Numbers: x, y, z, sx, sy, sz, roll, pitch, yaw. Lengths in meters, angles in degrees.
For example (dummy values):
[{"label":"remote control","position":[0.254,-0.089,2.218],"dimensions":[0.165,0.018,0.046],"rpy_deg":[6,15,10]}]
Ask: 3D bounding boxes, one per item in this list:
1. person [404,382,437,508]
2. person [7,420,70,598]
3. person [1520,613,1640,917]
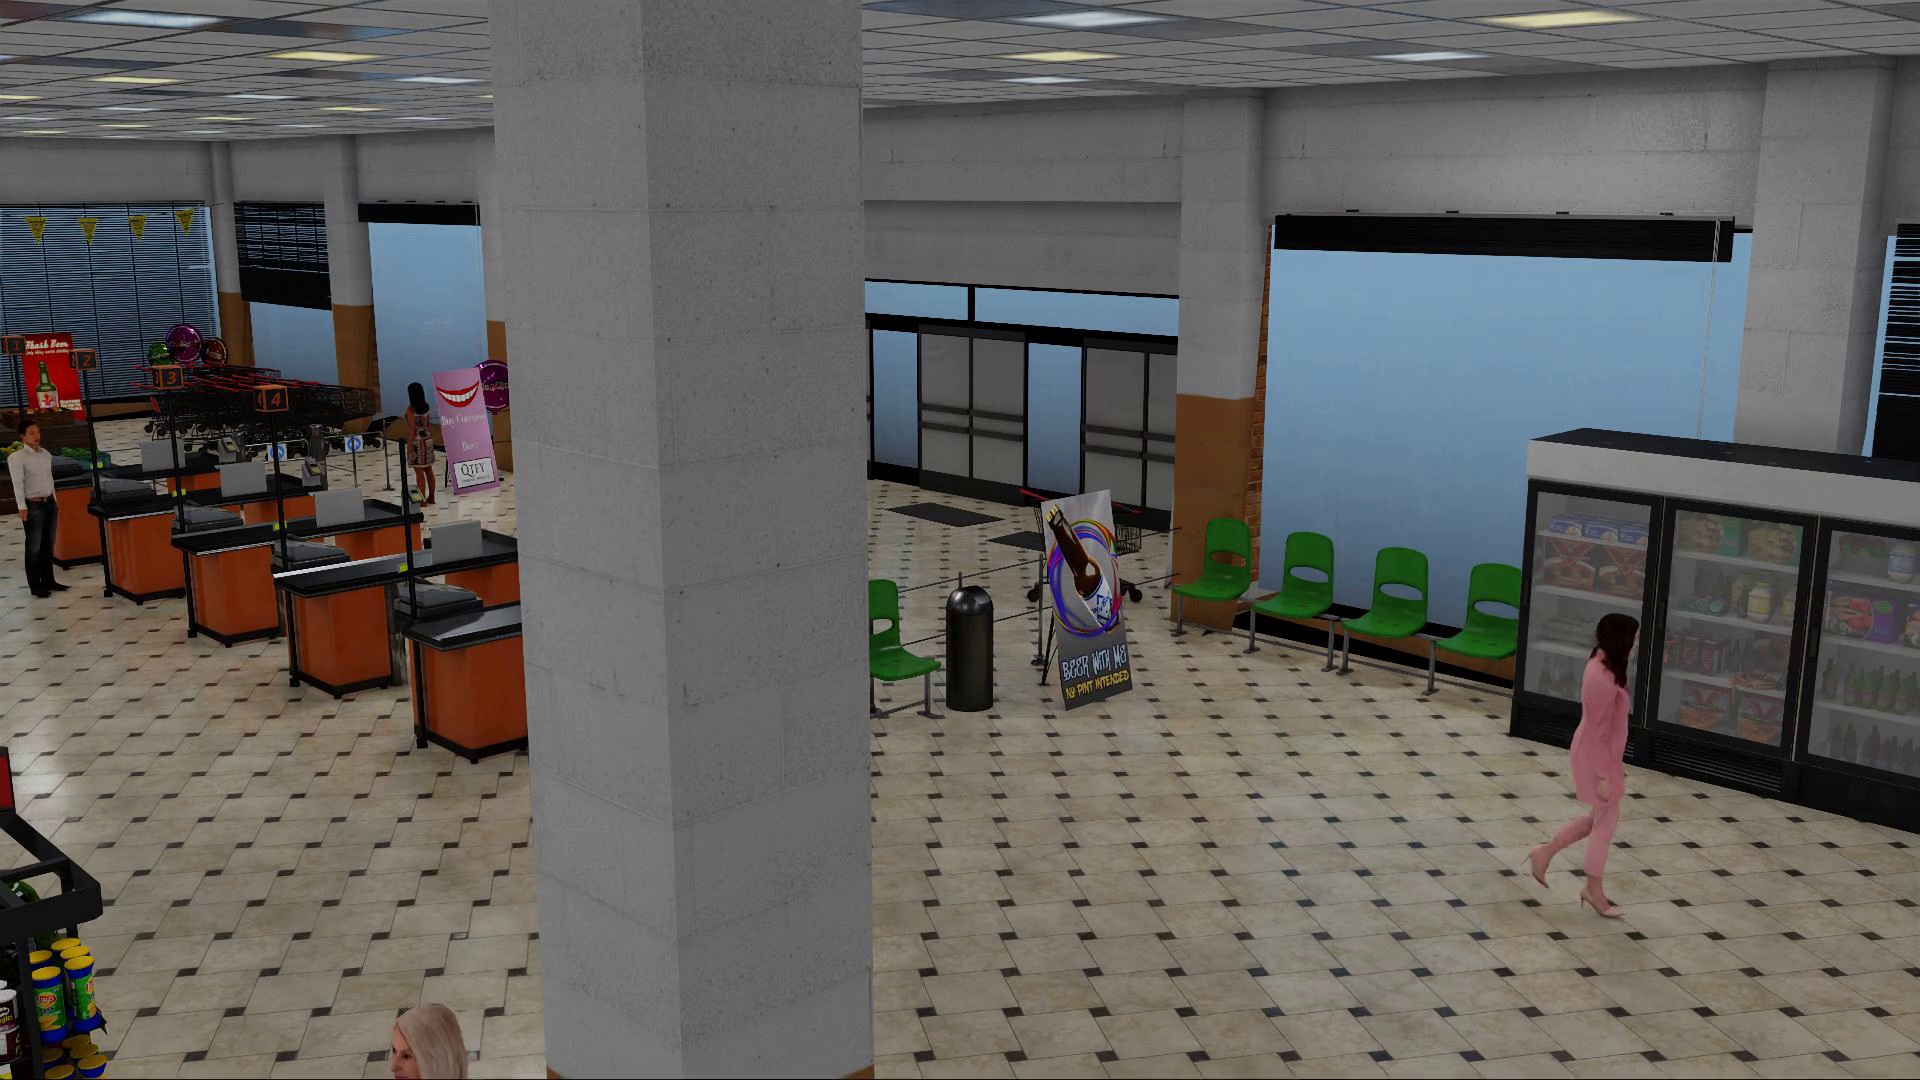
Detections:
[{"label":"person","position":[-7.135,-1.269,21.988],"dimensions":[0.783,1.645,0.630],"rpy_deg":[4,13,19]},{"label":"person","position":[-9.537,-0.341,17.177],"dimensions":[0.808,1.811,0.688],"rpy_deg":[3,12,13]},{"label":"person","position":[3.559,1.287,9.508],"dimensions":[0.903,1.785,0.888],"rpy_deg":[4,12,18]}]
